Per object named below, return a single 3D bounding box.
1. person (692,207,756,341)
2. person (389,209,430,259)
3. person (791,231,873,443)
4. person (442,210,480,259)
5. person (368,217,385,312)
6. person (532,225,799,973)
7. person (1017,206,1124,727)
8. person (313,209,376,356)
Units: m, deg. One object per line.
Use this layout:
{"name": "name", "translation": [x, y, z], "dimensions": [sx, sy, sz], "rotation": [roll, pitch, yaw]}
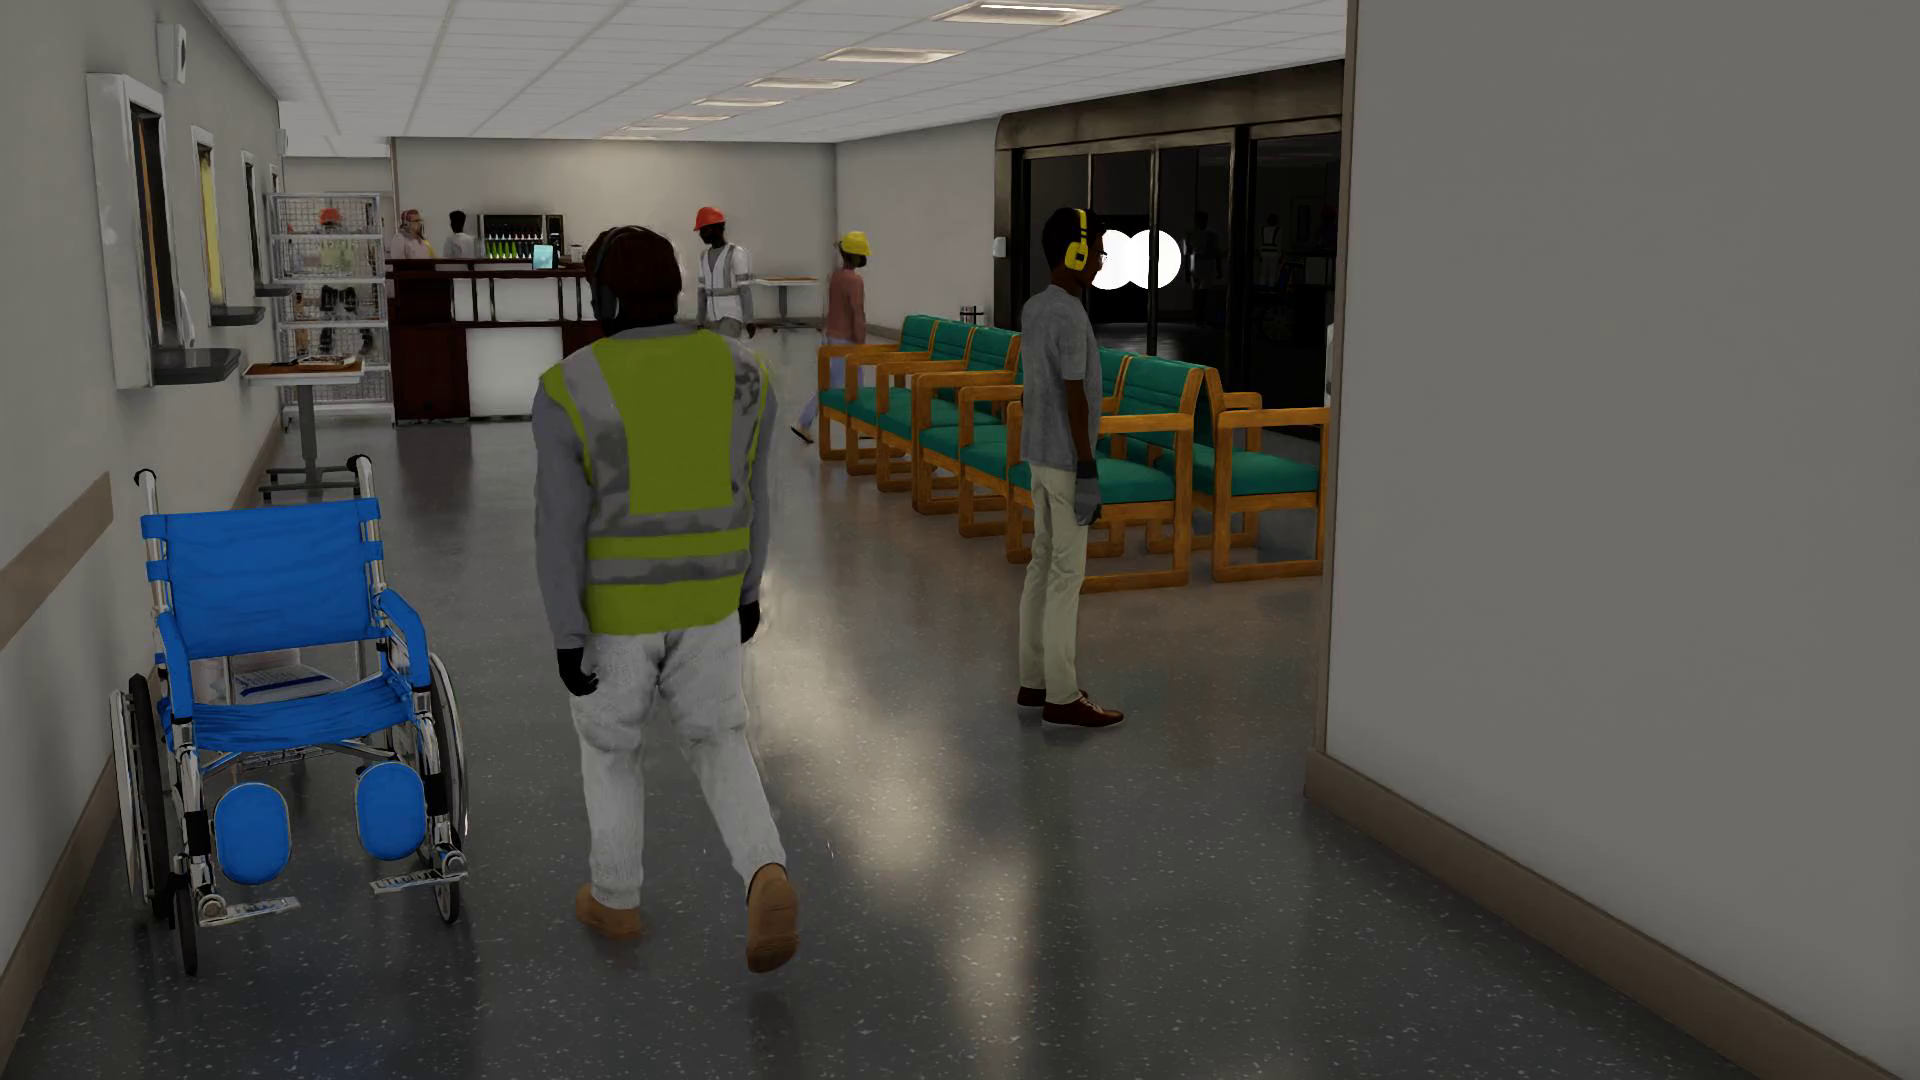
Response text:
{"name": "person", "translation": [-2.101, -1.938, 14.533], "dimensions": [0.579, 1.906, 0.653], "rotation": [9, 14, 39]}
{"name": "person", "translation": [-6.523, -2.990, 19.927], "dimensions": [0.406, 1.911, 0.636], "rotation": [2, 11, 9]}
{"name": "person", "translation": [-0.986, -1.629, 13.455], "dimensions": [0.866, 1.720, 0.550], "rotation": [-6, 12, -26]}
{"name": "person", "translation": [-7.209, -3.794, 24.038], "dimensions": [1.003, 1.921, 0.604], "rotation": [5, 12, 24]}
{"name": "person", "translation": [-11.149, -5.282, 31.866], "dimensions": [0.343, 1.839, 0.506], "rotation": [-3, 11, -13]}
{"name": "person", "translation": [-0.707, 0.159, 4.014], "dimensions": [0.629, 1.815, 0.764], "rotation": [-7, 13, -32]}
{"name": "person", "translation": [0.384, -0.257, 6.025], "dimensions": [0.328, 1.865, 0.519], "rotation": [-4, 12, -18]}
{"name": "person", "translation": [-8.069, -3.343, 21.697], "dimensions": [0.626, 1.945, 1.034], "rotation": [4, 12, 20]}
